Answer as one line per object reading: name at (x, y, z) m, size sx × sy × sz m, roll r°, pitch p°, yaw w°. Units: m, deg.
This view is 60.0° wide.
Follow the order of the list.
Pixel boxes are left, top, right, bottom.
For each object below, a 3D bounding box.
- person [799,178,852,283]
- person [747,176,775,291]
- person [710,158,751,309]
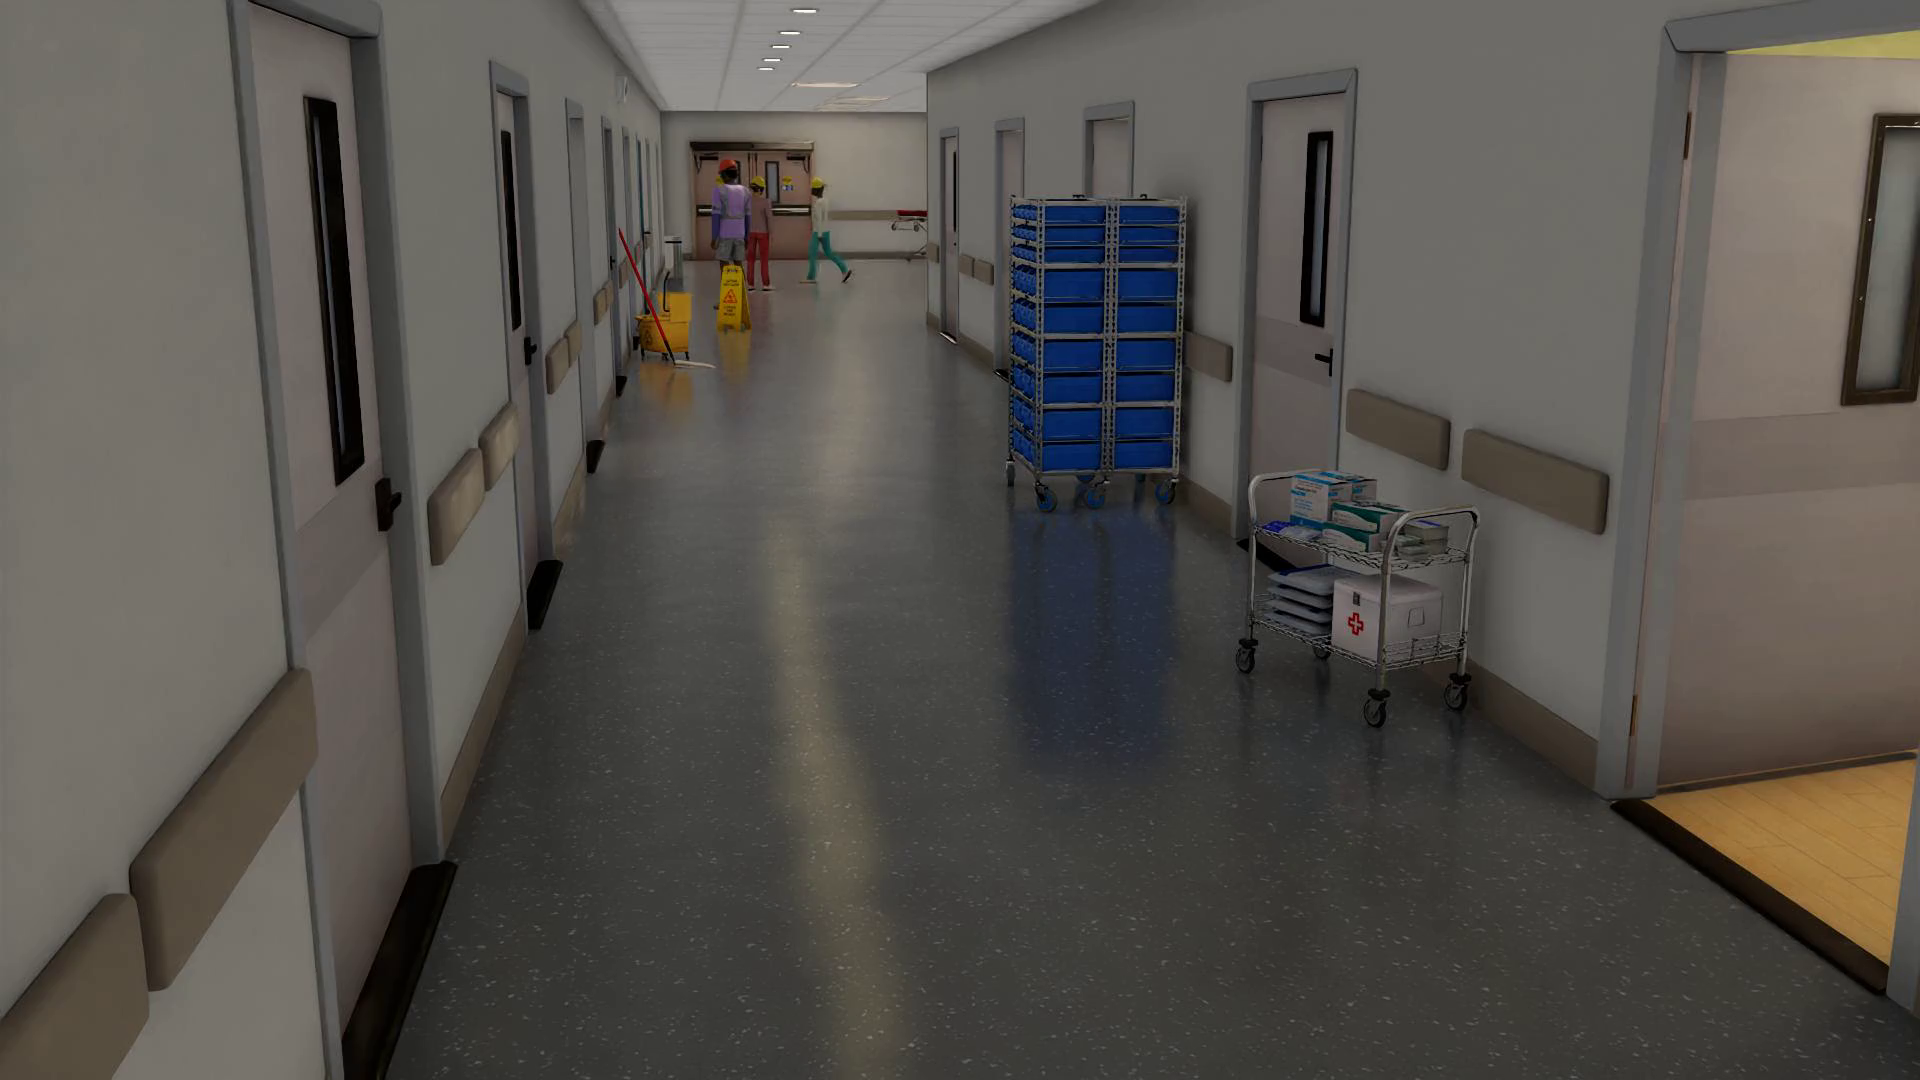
person at (-2.238, -5.118, 27.560) m, size 0.802 × 1.736 × 0.529 m, roll 3°, pitch 13°, yaw 13°
person at (-3.152, -4.784, 26.011) m, size 0.533 × 1.767 × 0.326 m, roll 4°, pitch 13°, yaw 18°
person at (-3.128, -4.150, 22.621) m, size 0.618 × 2.028 × 0.409 m, roll -12°, pitch 17°, yaw -42°
